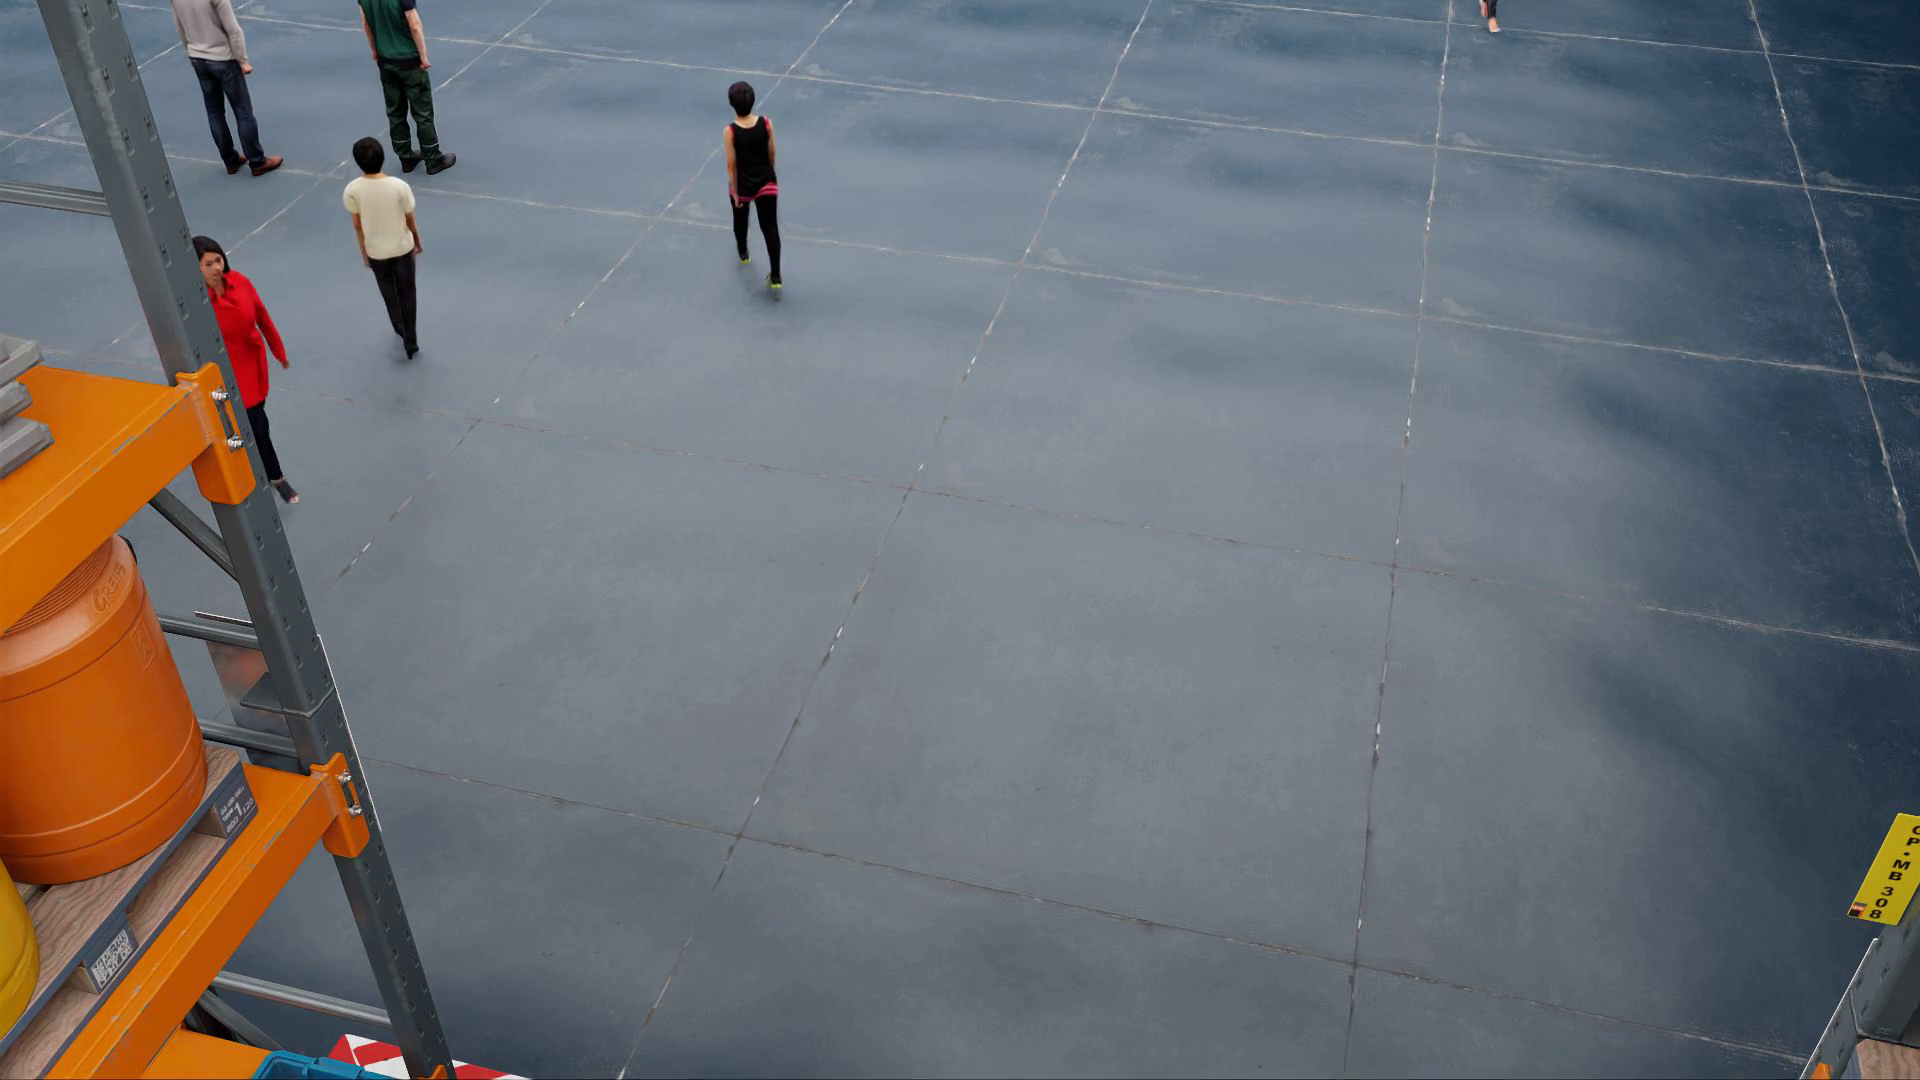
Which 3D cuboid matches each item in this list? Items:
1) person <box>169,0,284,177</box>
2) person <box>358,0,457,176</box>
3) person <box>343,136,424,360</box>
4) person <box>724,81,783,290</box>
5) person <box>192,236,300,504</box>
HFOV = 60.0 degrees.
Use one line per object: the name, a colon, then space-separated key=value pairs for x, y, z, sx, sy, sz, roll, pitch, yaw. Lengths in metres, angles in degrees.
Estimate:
person: x=-6.032 y=-3.894 z=13.507 sx=0.718 sy=1.900 sz=0.611 roll=11 pitch=39 yaw=13
person: x=-4.561 y=-3.925 z=13.547 sx=0.661 sy=1.899 sz=0.560 roll=11 pitch=39 yaw=13
person: x=-3.859 y=-1.927 z=11.260 sx=0.758 sy=1.570 sz=0.831 roll=-8 pitch=39 yaw=-11
person: x=-1.477 y=-2.545 z=12.095 sx=0.916 sy=1.516 sz=1.092 roll=-13 pitch=40 yaw=-16
person: x=-4.387 y=-1.063 z=10.025 sx=0.785 sy=1.732 sz=0.778 roll=20 pitch=42 yaw=24
